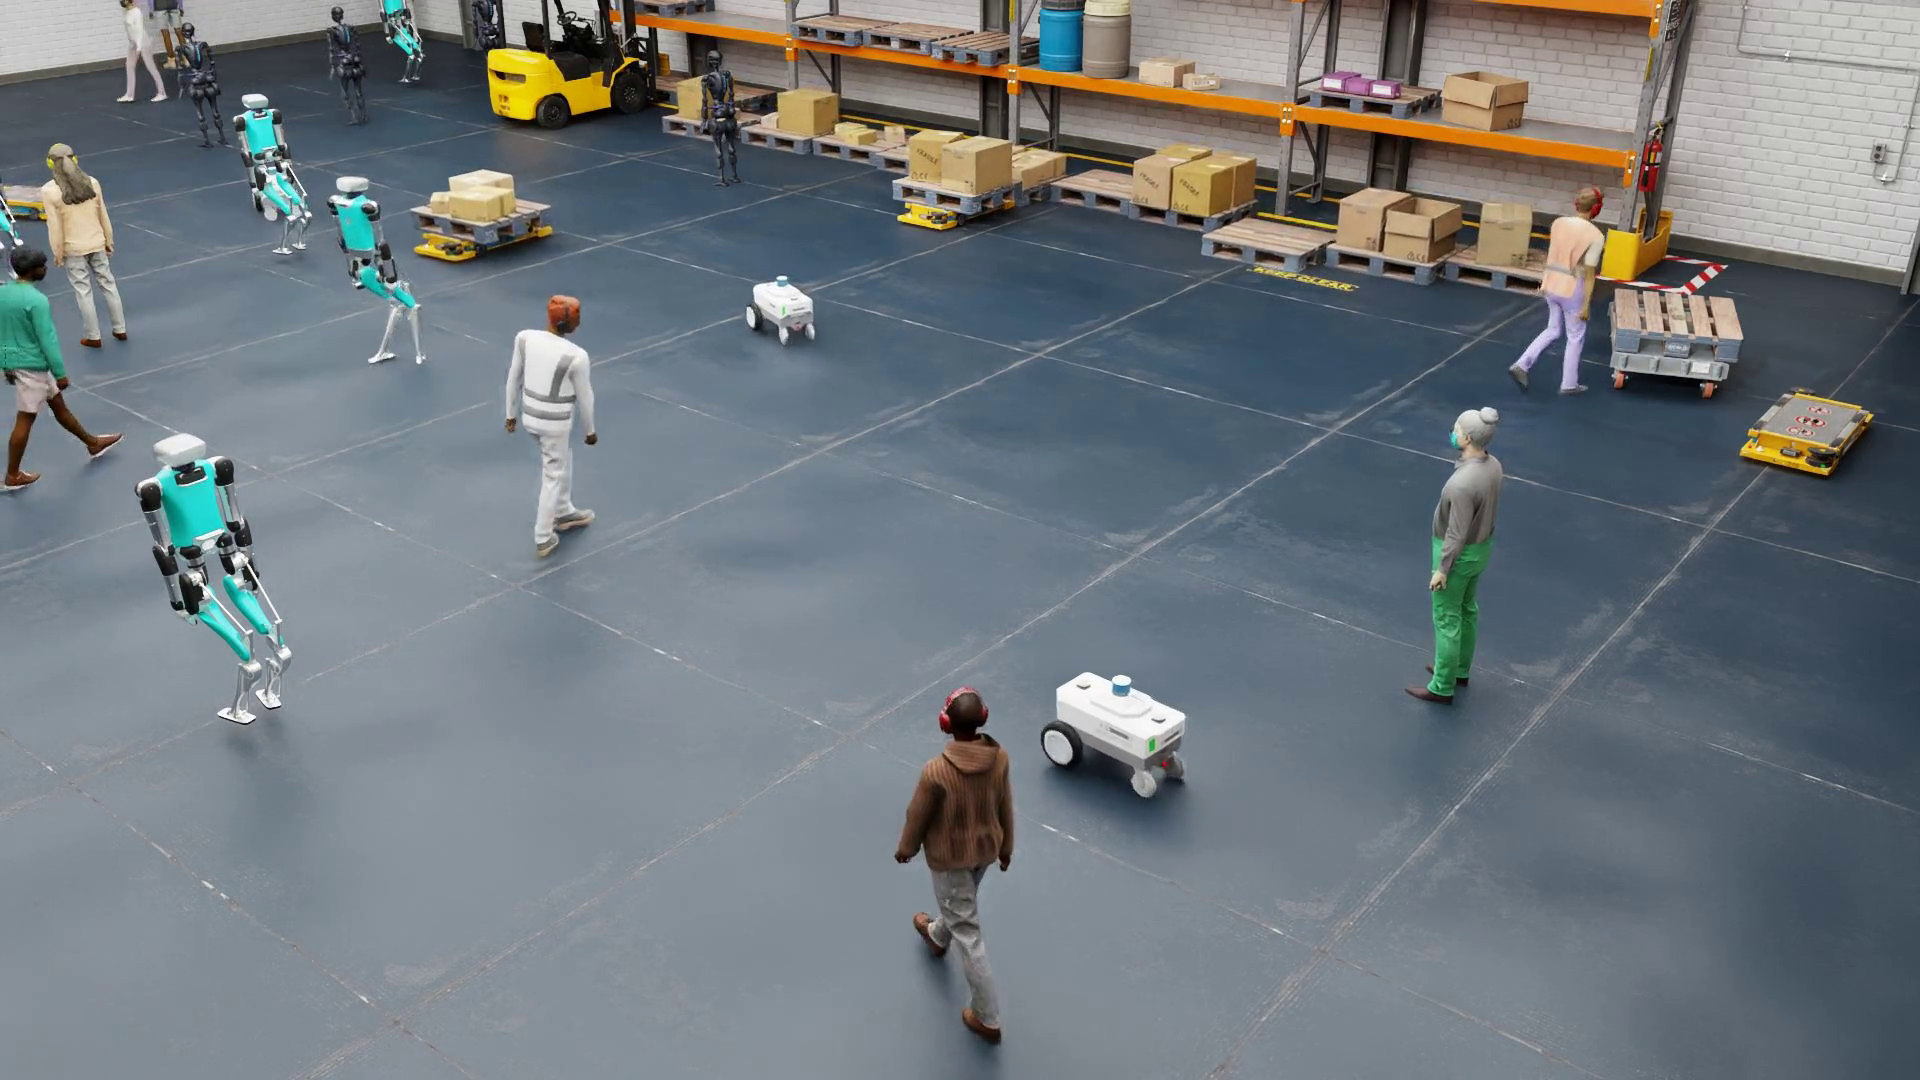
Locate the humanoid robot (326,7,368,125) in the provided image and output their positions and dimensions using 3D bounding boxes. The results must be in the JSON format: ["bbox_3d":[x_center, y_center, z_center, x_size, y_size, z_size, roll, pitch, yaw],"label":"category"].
[{"bbox_3d":[-8.958,-6.929,24.307,0.426,1.633,0.610,14,29,27],"label":"humanoid robot"}]

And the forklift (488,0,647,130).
[{"bbox_3d":[-5.874,-7.334,24.552,1.214,2.155,2.313,19,32,34],"label":"forklift"}]

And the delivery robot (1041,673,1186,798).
[{"bbox_3d":[0.874,1.020,9.116,0.765,0.583,0.499,22,33,38],"label":"delivery robot"}]

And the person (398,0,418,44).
[{"bbox_3d":[-10.301,-10.007,30.716,0.305,1.638,0.524,19,32,34],"label":"person"}]

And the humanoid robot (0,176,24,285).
[{"bbox_3d":[-9.815,-3.401,16.772,0.735,1.677,0.533,19,32,34],"label":"humanoid robot"}]

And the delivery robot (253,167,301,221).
[{"bbox_3d":[-8.162,-4.133,19.821,0.499,0.611,0.783,-11,28,-21],"label":"delivery robot"}]

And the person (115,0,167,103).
[{"bbox_3d":[-12.760,-7.597,25.612,0.542,1.726,0.829,18,31,32],"label":"person"}]

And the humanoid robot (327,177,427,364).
[{"bbox_3d":[-5.135,-2.418,14.906,0.531,1.790,0.797,12,28,23],"label":"humanoid robot"}]

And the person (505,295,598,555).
[{"bbox_3d":[-2.763,-0.823,11.469,0.667,1.842,0.697,17,30,31],"label":"person"}]

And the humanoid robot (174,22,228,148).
[{"bbox_3d":[-10.489,-6.277,22.933,0.315,1.657,0.599,19,32,34],"label":"humanoid robot"}]

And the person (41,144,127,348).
[{"bbox_3d":[-8.070,-2.702,15.321,0.397,1.875,0.568,19,32,34],"label":"person"}]

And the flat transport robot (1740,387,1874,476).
[{"bbox_3d":[6.841,-0.882,13.396,0.659,0.231,1.431,19,32,34],"label":"flat transport robot"}]

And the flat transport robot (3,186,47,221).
[{"bbox_3d":[-11.150,-4.036,19.928,1.431,0.231,0.659,6,26,13],"label":"flat transport robot"}]

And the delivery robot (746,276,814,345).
[{"bbox_3d":[-1.689,-2.213,15.822,0.499,0.592,0.774,-14,29,-27],"label":"delivery robot"}]

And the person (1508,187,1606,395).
[{"bbox_3d":[5.130,-2.084,14.120,0.672,1.818,0.575,-11,28,-22],"label":"person"}]

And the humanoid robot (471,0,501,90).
[{"bbox_3d":[-7.558,-8.091,26.692,0.315,1.657,0.599,19,32,34],"label":"humanoid robot"}]

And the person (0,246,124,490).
[{"bbox_3d":[-6.963,-1.328,12.575,0.503,1.779,1.037,17,31,31],"label":"person"}]

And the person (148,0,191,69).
[{"bbox_3d":[-13.556,-9.088,28.355,0.376,2.041,0.615,19,32,34],"label":"person"}]

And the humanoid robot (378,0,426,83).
[{"bbox_3d":[-8.909,-8.194,26.698,0.735,1.677,0.533,19,32,34],"label":"humanoid robot"}]

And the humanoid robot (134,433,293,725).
[{"bbox_3d":[-4.026,0.267,9.180,0.735,1.673,0.533,19,32,34],"label":"humanoid robot"}]

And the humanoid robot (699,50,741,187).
[{"bbox_3d":[-3.029,-5.314,20.941,0.315,1.657,0.599,19,32,34],"label":"humanoid robot"}]

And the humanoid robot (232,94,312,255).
[{"bbox_3d":[-7.258,-3.877,17.758,0.735,1.677,0.533,19,32,34],"label":"humanoid robot"}]

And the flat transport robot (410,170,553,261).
[{"bbox_3d":[-5.327,-3.403,18.619,0.659,0.231,1.431,16,30,30],"label":"flat transport robot"}]

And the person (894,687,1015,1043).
[{"bbox_3d":[-0.019,1.342,7.247,0.459,1.603,0.871,-17,31,-32],"label":"person"}]

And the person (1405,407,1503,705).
[{"bbox_3d":[2.879,0.078,9.600,0.328,1.842,0.526,19,32,34],"label":"person"}]

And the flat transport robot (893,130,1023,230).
[{"bbox_3d":[-0.027,-3.956,19.764,0.659,0.231,1.431,19,32,34],"label":"flat transport robot"}]
